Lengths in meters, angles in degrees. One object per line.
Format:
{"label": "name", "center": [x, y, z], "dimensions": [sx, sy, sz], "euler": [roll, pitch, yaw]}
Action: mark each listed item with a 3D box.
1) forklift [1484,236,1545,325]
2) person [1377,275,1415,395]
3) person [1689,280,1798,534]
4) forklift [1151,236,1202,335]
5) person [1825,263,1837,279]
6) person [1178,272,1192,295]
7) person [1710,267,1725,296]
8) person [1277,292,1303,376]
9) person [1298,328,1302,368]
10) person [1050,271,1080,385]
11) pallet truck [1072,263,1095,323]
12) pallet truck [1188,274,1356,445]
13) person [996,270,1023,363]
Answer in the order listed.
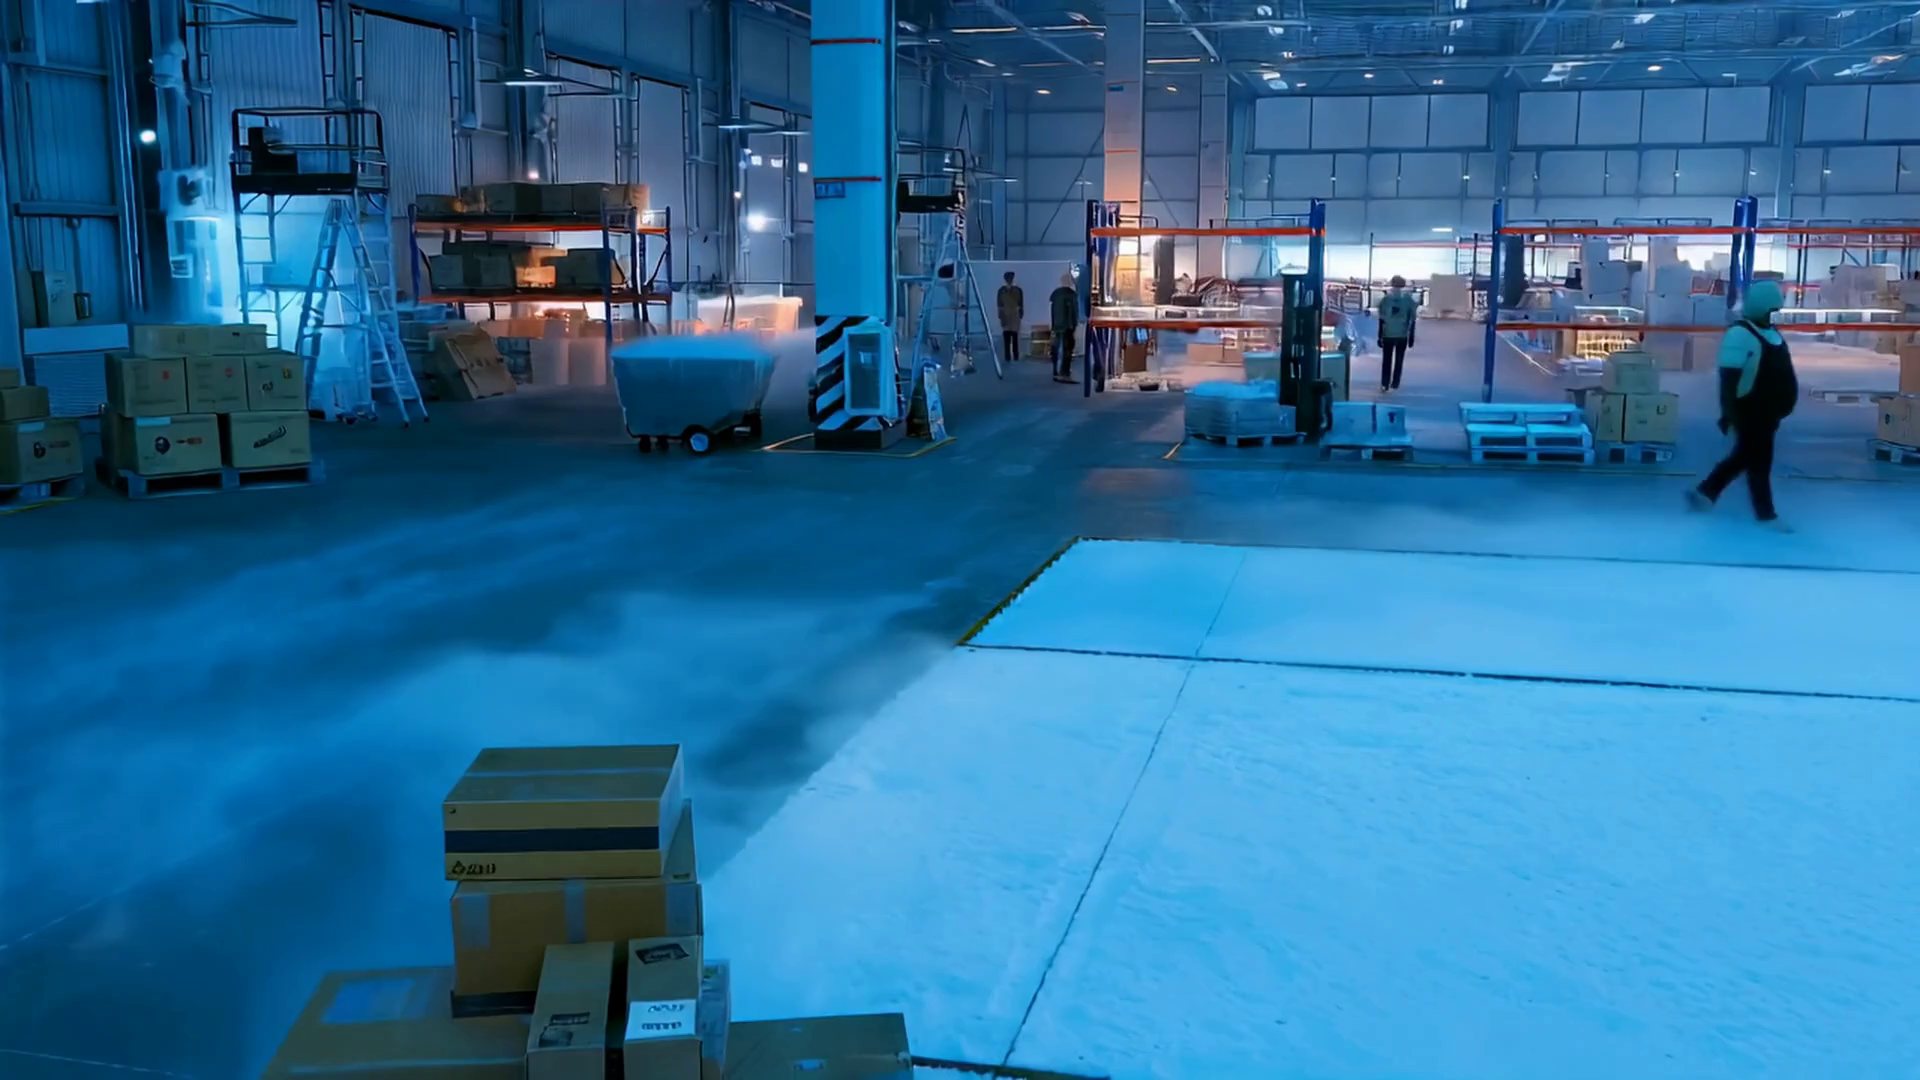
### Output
{"label": "forklift", "center": [17.553, -8.123, 52.229], "dimensions": [1.873, 2.768, 1.129], "euler": [2, 10, 14]}
{"label": "person", "center": [6.875, -3.231, 26.294], "dimensions": [0.589, 1.899, 0.725], "euler": [3, 10, 19]}
{"label": "person", "center": [6.351, -1.112, 13.422], "dimensions": [0.686, 2.000, 0.923], "euler": [-7, 12, -37]}
{"label": "forklift", "center": [5.866, -7.214, 46.878], "dimensions": [1.873, 2.768, 1.129], "euler": [2, 10, 14]}
{"label": "person", "center": [27.653, -7.786, 52.846], "dimensions": [0.381, 1.993, 0.622], "euler": [-3, 10, -15]}
{"label": "person", "center": [7.839, -8.509, 58.039], "dimensions": [0.560, 1.677, 0.392], "euler": [5, 11, 25]}
{"label": "person", "center": [18.985, -5.876, 41.767], "dimensions": [0.367, 1.940, 0.634], "euler": [4, 10, 20]}
{"label": "person", "center": [6.180, -3.914, 30.596], "dimensions": [0.868, 1.805, 0.654], "euler": [-5, 11, -26]}
{"label": "person", "center": [6.630, -4.099, 31.915], "dimensions": [0.323, 1.736, 0.488], "euler": [6, 11, 30]}
{"label": "person", "center": [1.804, -3.631, 28.552], "dimensions": [0.372, 1.940, 0.630], "euler": [-7, 12, -37]}
{"label": "pallet truck", "center": [4.325, -8.180, 55.162], "dimensions": [0.823, 1.965, 1.885], "euler": [6, 11, 31]}
{"label": "pallet truck", "center": [3.653, -2.138, 19.590], "dimensions": [1.885, 1.965, 0.823], "euler": [-4, 10, -20]}
{"label": "person", "center": [1.043, -4.630, 34.506], "dimensions": [0.576, 1.913, 0.622], "euler": [1, 10, 7]}
